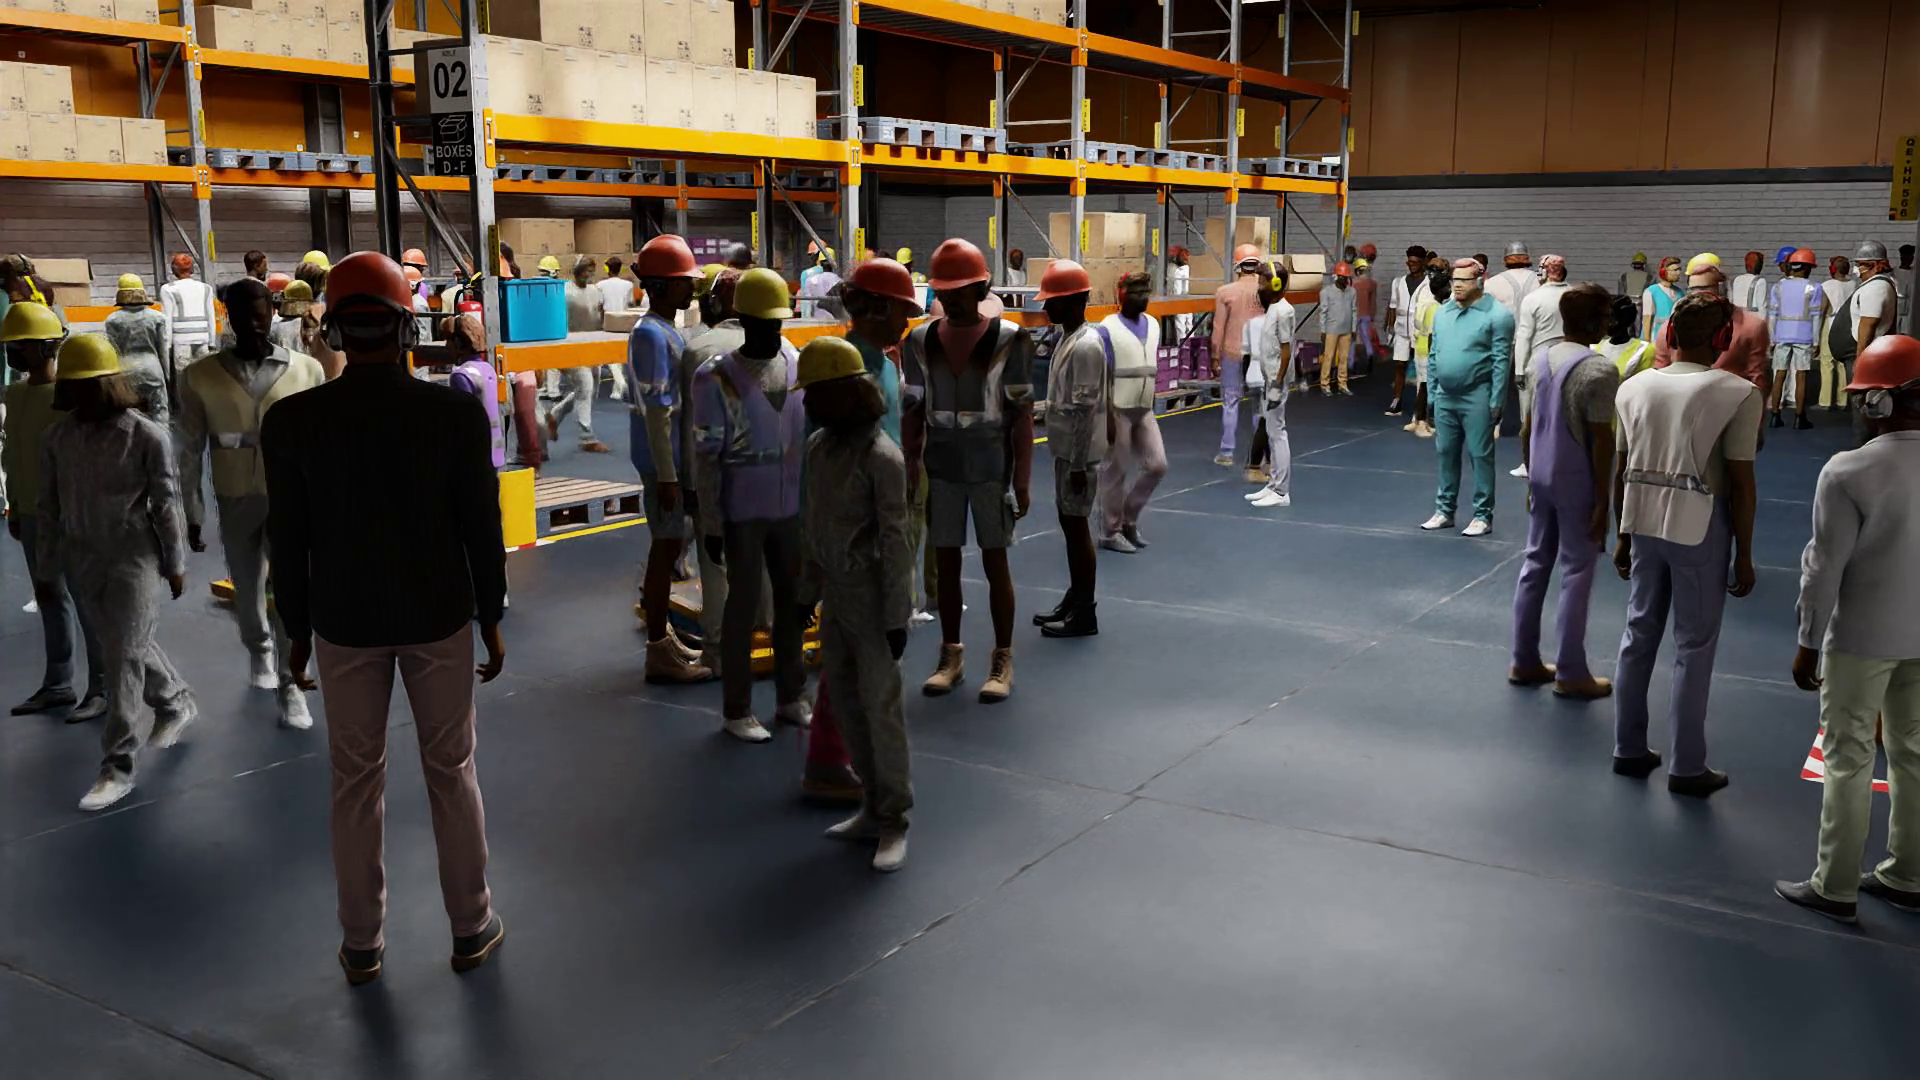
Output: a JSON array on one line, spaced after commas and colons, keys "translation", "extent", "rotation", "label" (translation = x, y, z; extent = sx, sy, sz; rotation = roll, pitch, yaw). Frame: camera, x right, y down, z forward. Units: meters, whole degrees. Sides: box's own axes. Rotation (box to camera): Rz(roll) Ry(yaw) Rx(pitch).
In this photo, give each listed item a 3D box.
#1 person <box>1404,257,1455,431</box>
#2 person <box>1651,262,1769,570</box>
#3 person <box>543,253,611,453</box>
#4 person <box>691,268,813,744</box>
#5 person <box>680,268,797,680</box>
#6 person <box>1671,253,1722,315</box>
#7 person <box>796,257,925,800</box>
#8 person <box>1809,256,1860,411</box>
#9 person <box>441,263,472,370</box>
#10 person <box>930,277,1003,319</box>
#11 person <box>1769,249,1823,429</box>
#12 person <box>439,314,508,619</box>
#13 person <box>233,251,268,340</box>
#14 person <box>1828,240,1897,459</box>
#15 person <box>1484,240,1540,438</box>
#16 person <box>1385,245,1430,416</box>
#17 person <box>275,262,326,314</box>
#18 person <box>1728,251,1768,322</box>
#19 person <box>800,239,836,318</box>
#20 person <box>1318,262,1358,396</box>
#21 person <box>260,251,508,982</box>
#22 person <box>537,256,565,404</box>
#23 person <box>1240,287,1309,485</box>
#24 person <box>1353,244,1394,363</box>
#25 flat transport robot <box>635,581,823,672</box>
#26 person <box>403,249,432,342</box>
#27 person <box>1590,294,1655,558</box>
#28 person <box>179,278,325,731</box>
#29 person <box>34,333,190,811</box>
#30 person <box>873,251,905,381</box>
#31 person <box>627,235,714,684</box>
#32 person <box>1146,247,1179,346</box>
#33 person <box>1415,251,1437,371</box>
[{"translation": [4.985, -2.038, 17.474], "extent": [0.429, 1.845, 0.621], "rotation": [-8, 13, -39], "label": "person"}, {"translation": [4.404, -0.688, 9.857], "extent": [0.677, 1.892, 0.533], "rotation": [8, 13, 38], "label": "person"}, {"translation": [-3.710, -1.772, 15.836], "extent": [0.723, 1.906, 0.668], "rotation": [4, 11, 21], "label": "person"}, {"translation": [-0.790, -0.134, 6.731], "extent": [0.597, 1.911, 0.398], "rotation": [-9, 14, -41], "label": "person"}, {"translation": [-1.039, -0.305, 7.738], "extent": [0.654, 1.895, 0.400], "rotation": [-9, 14, -42], "label": "person"}, {"translation": [5.454, -1.162, 12.391], "extent": [0.371, 1.923, 0.594], "rotation": [7, 12, 33], "label": "person"}, {"translation": [-0.375, -0.057, 6.181], "extent": [0.469, 1.957, 0.672], "rotation": [3, 11, 18], "label": "person"}, {"translation": [10.389, -2.435, 19.708], "extent": [0.565, 1.836, 0.389], "rotation": [-2, 11, -13], "label": "person"}, {"translation": [-6.081, -2.537, 20.507], "extent": [0.562, 1.743, 0.337], "rotation": [1, 10, 8], "label": "person"}, {"translation": [0.080, -1.323, 13.348], "extent": [0.638, 1.904, 0.402], "rotation": [-4, 11, -23], "label": "person"}, {"translation": [8.976, -2.153, 17.869], "extent": [0.374, 1.929, 0.542], "rotation": [-9, 14, -42], "label": "person"}, {"translation": [-2.609, -0.394, 8.951], "extent": [0.320, 1.631, 0.525], "rotation": [0, 10, 0], "label": "person"}, {"translation": [-7.495, -2.106, 17.670], "extent": [0.386, 1.912, 0.590], "rotation": [-8, 13, -37], "label": "person"}, {"translation": [8.183, -1.712, 15.119], "extent": [0.535, 2.000, 0.683], "rotation": [6, 12, 32], "label": "person"}, {"translation": [5.659, -2.063, 17.064], "extent": [0.678, 2.000, 0.537], "rotation": [0, 10, 1], "label": "person"}, {"translation": [5.181, -2.383, 19.038], "extent": [0.601, 1.967, 0.367], "rotation": [7, 12, 33], "label": "person"}, {"translation": [-5.540, -1.451, 14.255], "extent": [0.429, 1.836, 0.630], "rotation": [4, 11, 19], "label": "person"}, {"translation": [9.680, -2.600, 20.467], "extent": [0.337, 1.883, 0.584], "rotation": [-4, 11, -19], "label": "person"}, {"translation": [-1.791, -2.844, 21.415], "extent": [0.606, 2.035, 0.403], "rotation": [-6, 12, -32], "label": "person"}, {"translation": [4.945, -2.750, 21.690], "extent": [0.567, 1.744, 0.353], "rotation": [-4, 11, -21], "label": "person"}, {"translation": [-1.547, 0.219, 4.547], "extent": [0.610, 1.993, 0.380], "rotation": [-3, 11, -15], "label": "person"}, {"translation": [-5.097, -2.607, 20.694], "extent": [0.404, 1.825, 0.598], "rotation": [-9, 13, -40], "label": "person"}, {"translation": [2.656, -1.302, 13.851], "extent": [0.707, 1.671, 0.544], "rotation": [-6, 12, -29], "label": "person"}, {"translation": [6.764, -3.876, 27.338], "extent": [0.993, 1.947, 0.633], "rotation": [2, 10, 11], "label": "person"}, {"translation": [-1.074, 0.389, 8.377], "extent": [0.652, 0.197, 1.431], "rotation": [-6, 12, -31], "label": "flat transport robot"}, {"translation": [-6.157, -2.315, 18.794], "extent": [0.551, 1.923, 0.390], "rotation": [7, 12, 33], "label": "person"}, {"translation": [4.184, -0.724, 10.629], "extent": [0.320, 1.686, 0.538], "rotation": [-8, 13, -37], "label": "person"}, {"translation": [-3.024, -0.186, 7.175], "extent": [0.602, 1.877, 1.026], "rotation": [-5, 11, -25], "label": "person"}, {"translation": [-3.149, 0.063, 6.241], "extent": [0.486, 1.694, 0.907], "rotation": [1, 10, 4], "label": "person"}, {"translation": [-0.792, -2.098, 17.635], "extent": [0.599, 1.909, 0.402], "rotation": [-9, 14, -41], "label": "person"}, {"translation": [-1.324, -0.366, 7.649], "extent": [0.373, 2.042, 0.614], "rotation": [-1, 10, -7], "label": "person"}, {"translation": [3.586, -4.202, 29.289], "extent": [0.635, 1.950, 0.536], "rotation": [5, 11, 25], "label": "person"}, {"translation": [7.229, -3.517, 25.635], "extent": [0.505, 1.861, 0.328], "rotation": [-8, 13, -37], "label": "person"}]
